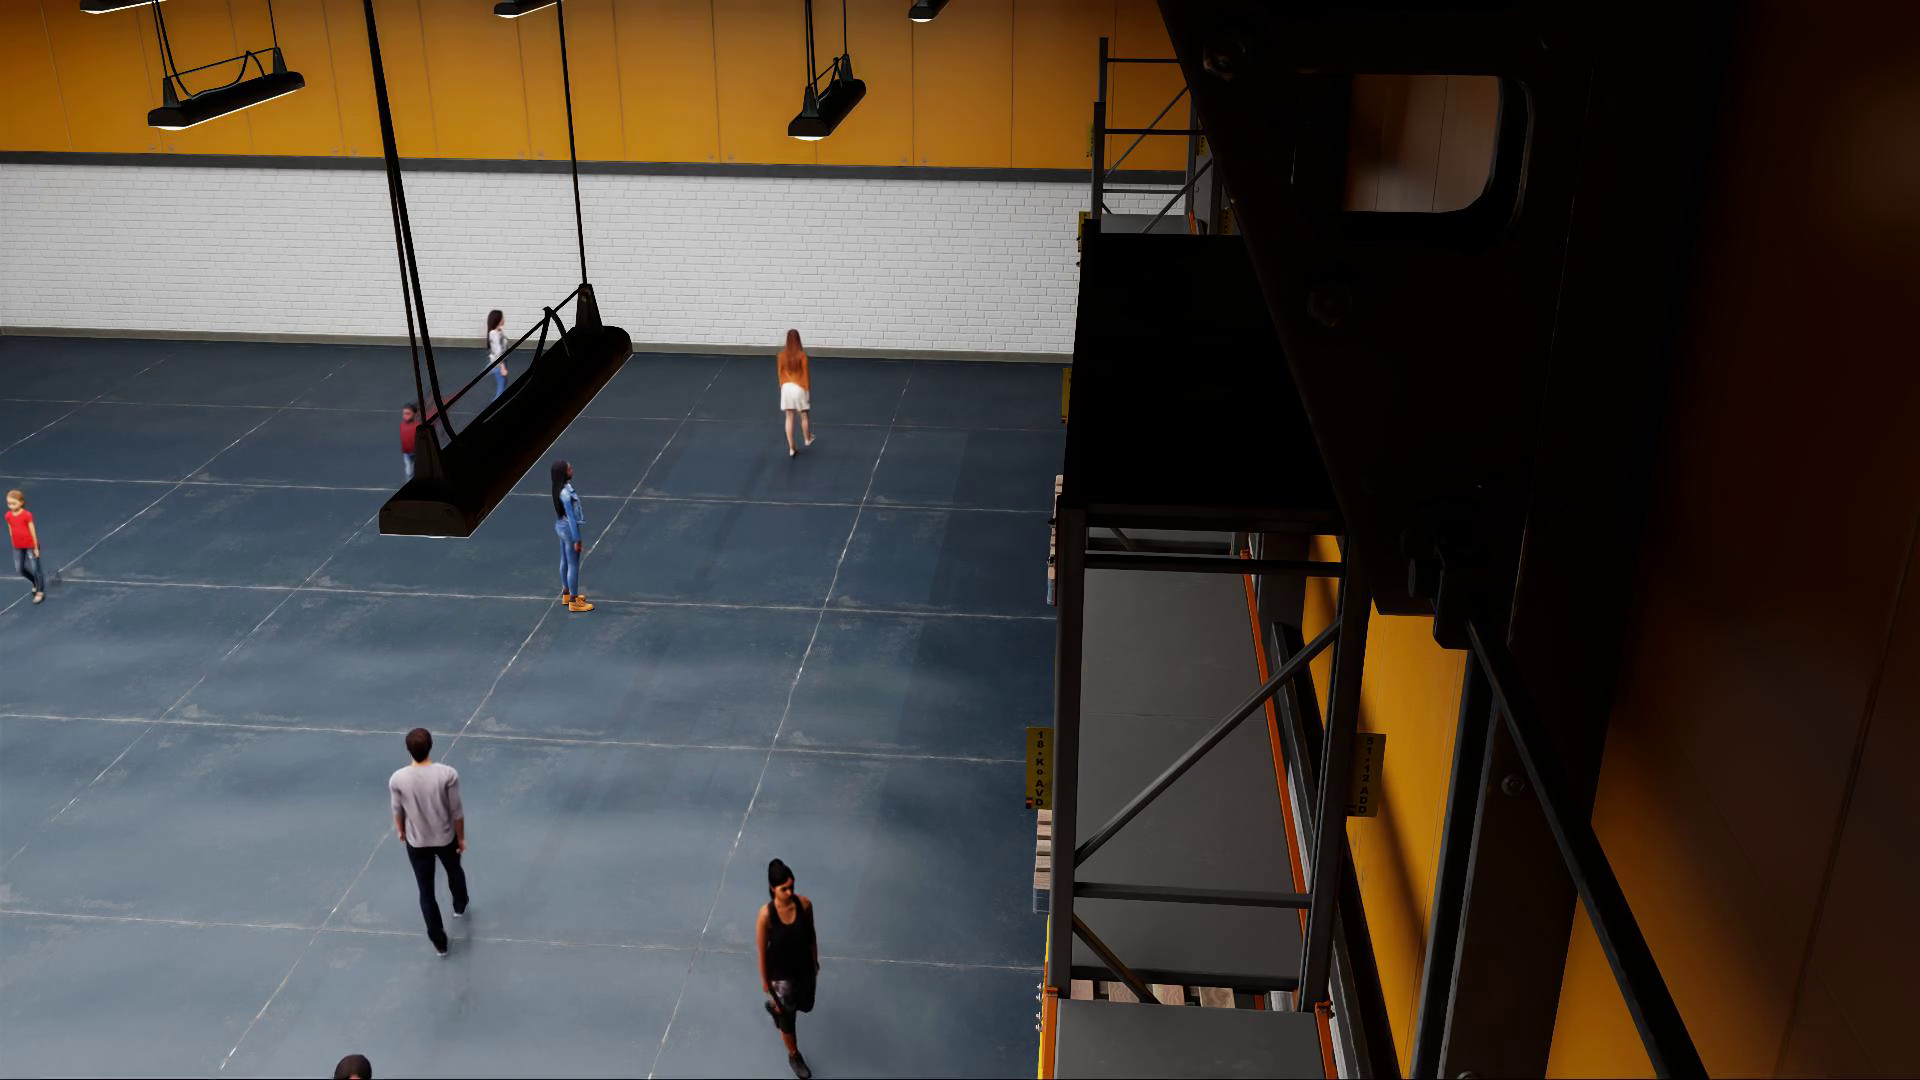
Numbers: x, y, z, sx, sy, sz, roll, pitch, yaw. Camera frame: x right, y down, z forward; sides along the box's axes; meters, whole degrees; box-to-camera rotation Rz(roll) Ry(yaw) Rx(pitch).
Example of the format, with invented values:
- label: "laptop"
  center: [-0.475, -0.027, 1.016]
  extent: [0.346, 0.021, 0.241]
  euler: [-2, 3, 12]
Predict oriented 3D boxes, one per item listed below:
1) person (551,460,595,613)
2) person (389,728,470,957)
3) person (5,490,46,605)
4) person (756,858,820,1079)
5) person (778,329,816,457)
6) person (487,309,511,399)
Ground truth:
- label: "person"
  center: [-4.242, -0.061, 18.007]
  extent: [0.741, 1.713, 0.633]
  euler: [-12, 26, -25]
- label: "person"
  center: [-3.972, 2.296, 12.488]
  extent: [0.887, 1.813, 1.084]
  euler: [-7, 25, -16]
- label: "person"
  center: [-10.223, 0.046, 18.273]
  extent: [0.492, 1.303, 0.552]
  euler: [1, 24, 2]
- label: "person"
  center: [-1.202, 2.876, 11.360]
  extent: [0.869, 1.654, 0.944]
  euler: [-16, 28, -32]
- label: "person"
  center: [-2.249, -1.955, 22.362]
  extent: [0.685, 1.694, 0.934]
  euler: [4, 24, 10]
- label: "person"
  center: [-6.556, -2.480, 23.641]
  extent: [0.719, 1.631, 0.565]
  euler: [-6, 24, -14]
